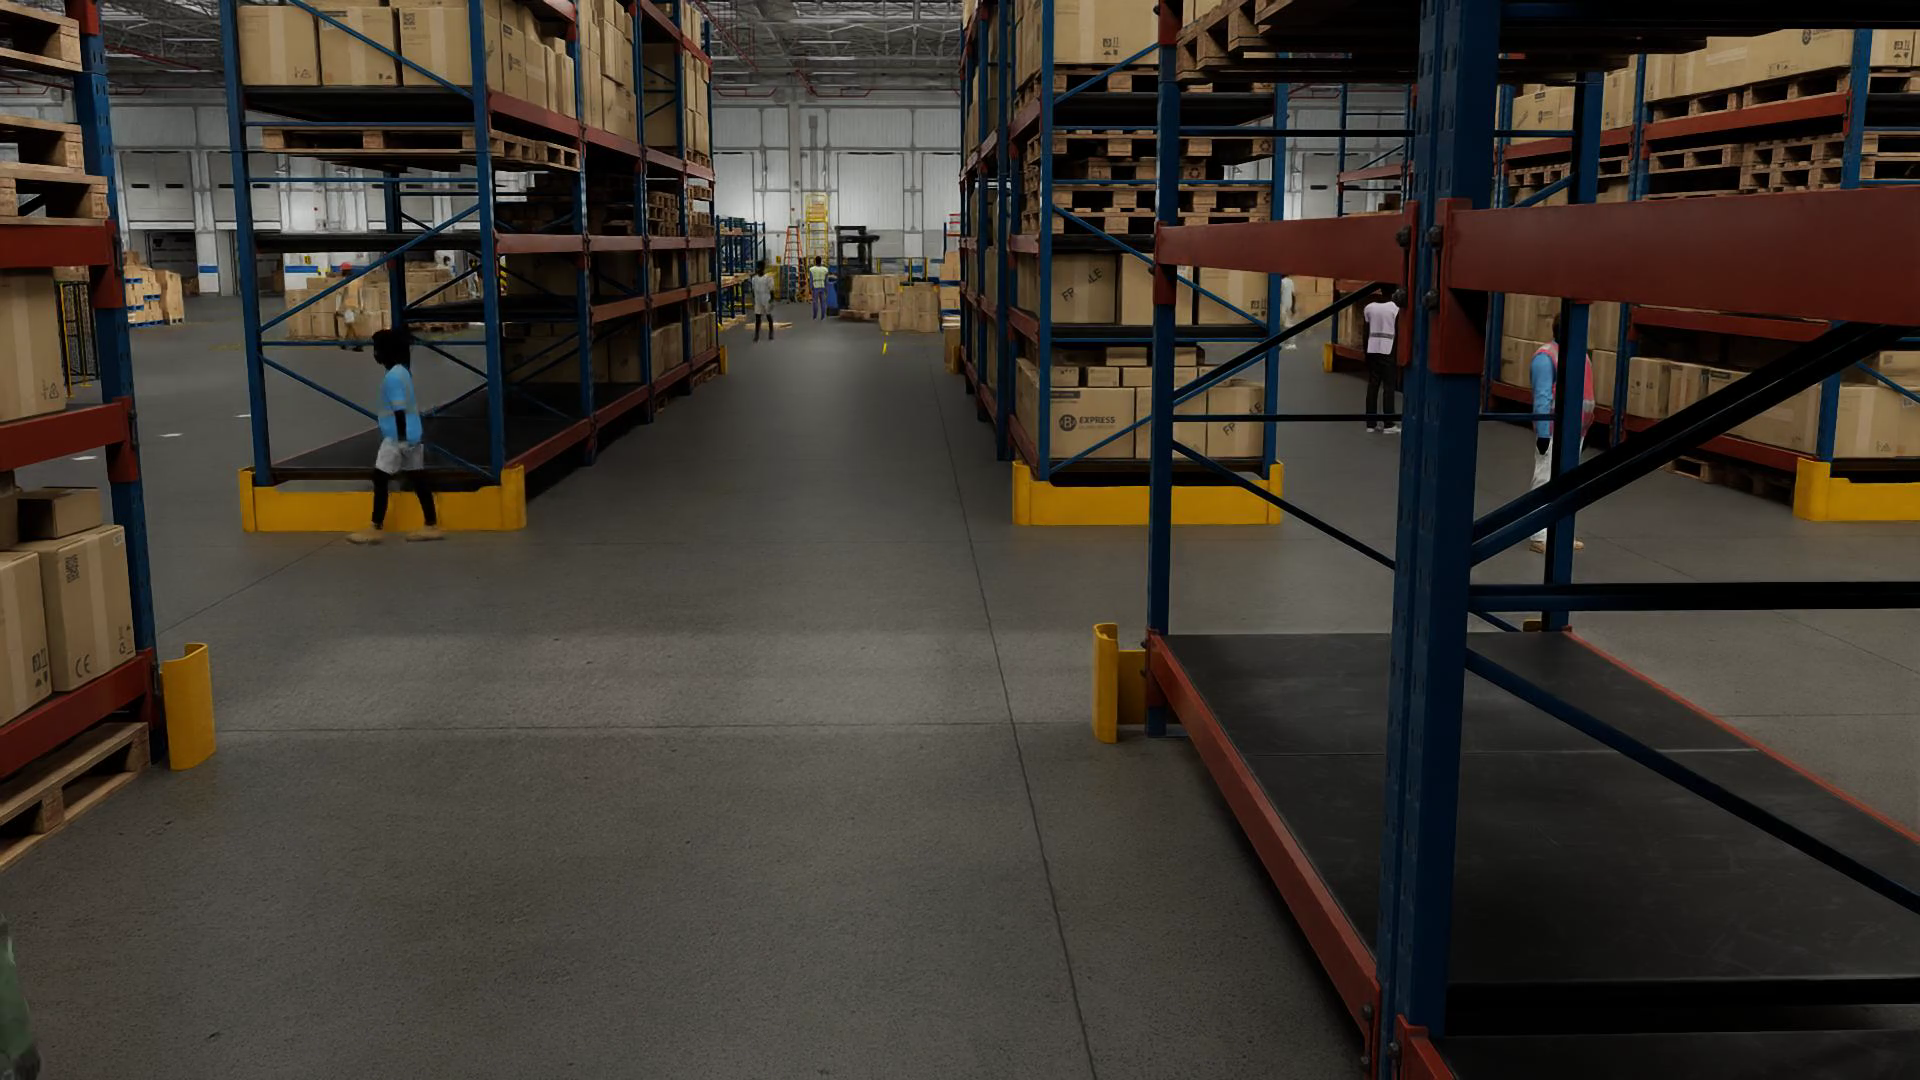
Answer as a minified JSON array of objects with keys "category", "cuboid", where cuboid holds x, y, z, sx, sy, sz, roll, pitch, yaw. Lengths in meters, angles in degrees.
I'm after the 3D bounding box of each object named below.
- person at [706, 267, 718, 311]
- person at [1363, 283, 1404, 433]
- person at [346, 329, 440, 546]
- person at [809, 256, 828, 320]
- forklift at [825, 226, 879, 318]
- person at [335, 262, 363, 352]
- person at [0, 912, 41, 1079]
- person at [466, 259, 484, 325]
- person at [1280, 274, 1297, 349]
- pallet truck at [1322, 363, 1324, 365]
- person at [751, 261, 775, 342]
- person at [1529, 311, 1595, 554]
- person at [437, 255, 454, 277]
[{"category":"person","cuboid":[-8.395,-8.672,56.329,0.627,1.844,0.429,8,13,39]},{"category":"person","cuboid":[5.205,-2.266,20.424,0.392,1.919,0.590,-9,13,-40]},{"category":"person","cuboid":[-4.442,-0.785,12.876,0.772,1.668,0.540,-2,10,-9]},{"category":"person","cuboid":[-4.226,-7.520,49.733,0.583,1.911,0.395,-5,11,-24]},{"category":"forklift","cuboid":[-3.364,-8.232,50.982,1.129,2.768,1.873,-5,11,-26]},{"category":"person","cuboid":[-13.156,-4.984,35.637,0.957,1.888,0.569,6,12,29]},{"category":"person","cuboid":[-2.109,0.984,3.233,0.520,1.593,0.844,0,10,1]},{"category":"person","cuboid":[-13.695,-6.982,46.854,0.508,1.865,0.329,9,13,41]},{"category":"person","cuboid":[7.062,-5.092,36.474,0.482,1.802,0.985,-8,13,-36]},{"category":"pallet truck","cuboid":[7.712,-4.157,30.737,1.885,1.965,0.823,3,11,16]},{"category":"person","cuboid":[-4.614,-5.619,39.181,0.635,1.904,1.052,3,11,18]},{"category":"person","cuboid":[4.545,-0.813,12.546,0.623,1.844,0.429,-9,13,-40]},{"category":"person","cuboid":[-16.203,-8.006,52.429,0.462,1.906,0.732,6,12,30]}]
